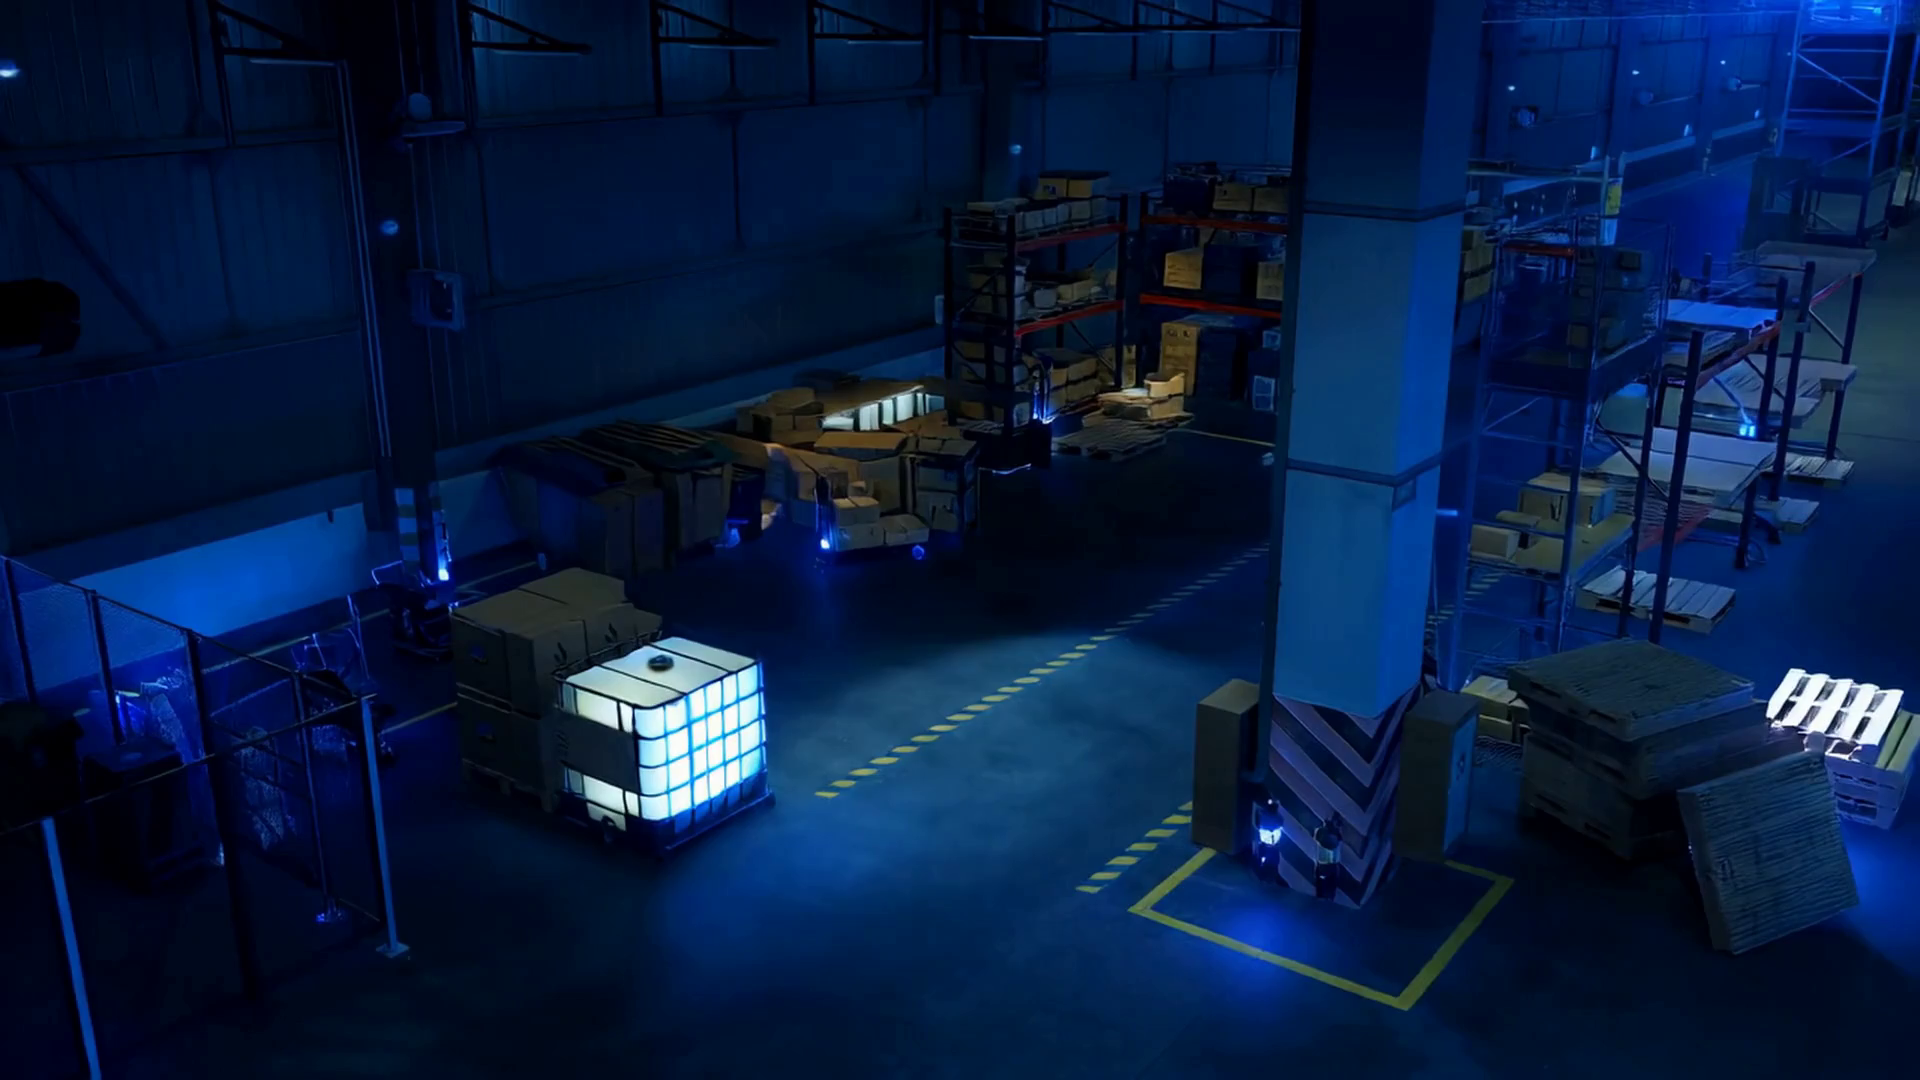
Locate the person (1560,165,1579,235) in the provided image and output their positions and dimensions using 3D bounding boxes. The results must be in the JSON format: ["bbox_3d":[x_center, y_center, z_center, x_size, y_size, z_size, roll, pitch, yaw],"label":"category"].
[{"bbox_3d":[14.343,-7.837,39.146,0.362,1.917,0.597,12,22,33],"label":"person"}]

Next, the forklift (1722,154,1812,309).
[{"bbox_3d":[15.464,-5.892,31.651,1.129,2.768,1.873,13,22,34],"label":"forklift"}]
